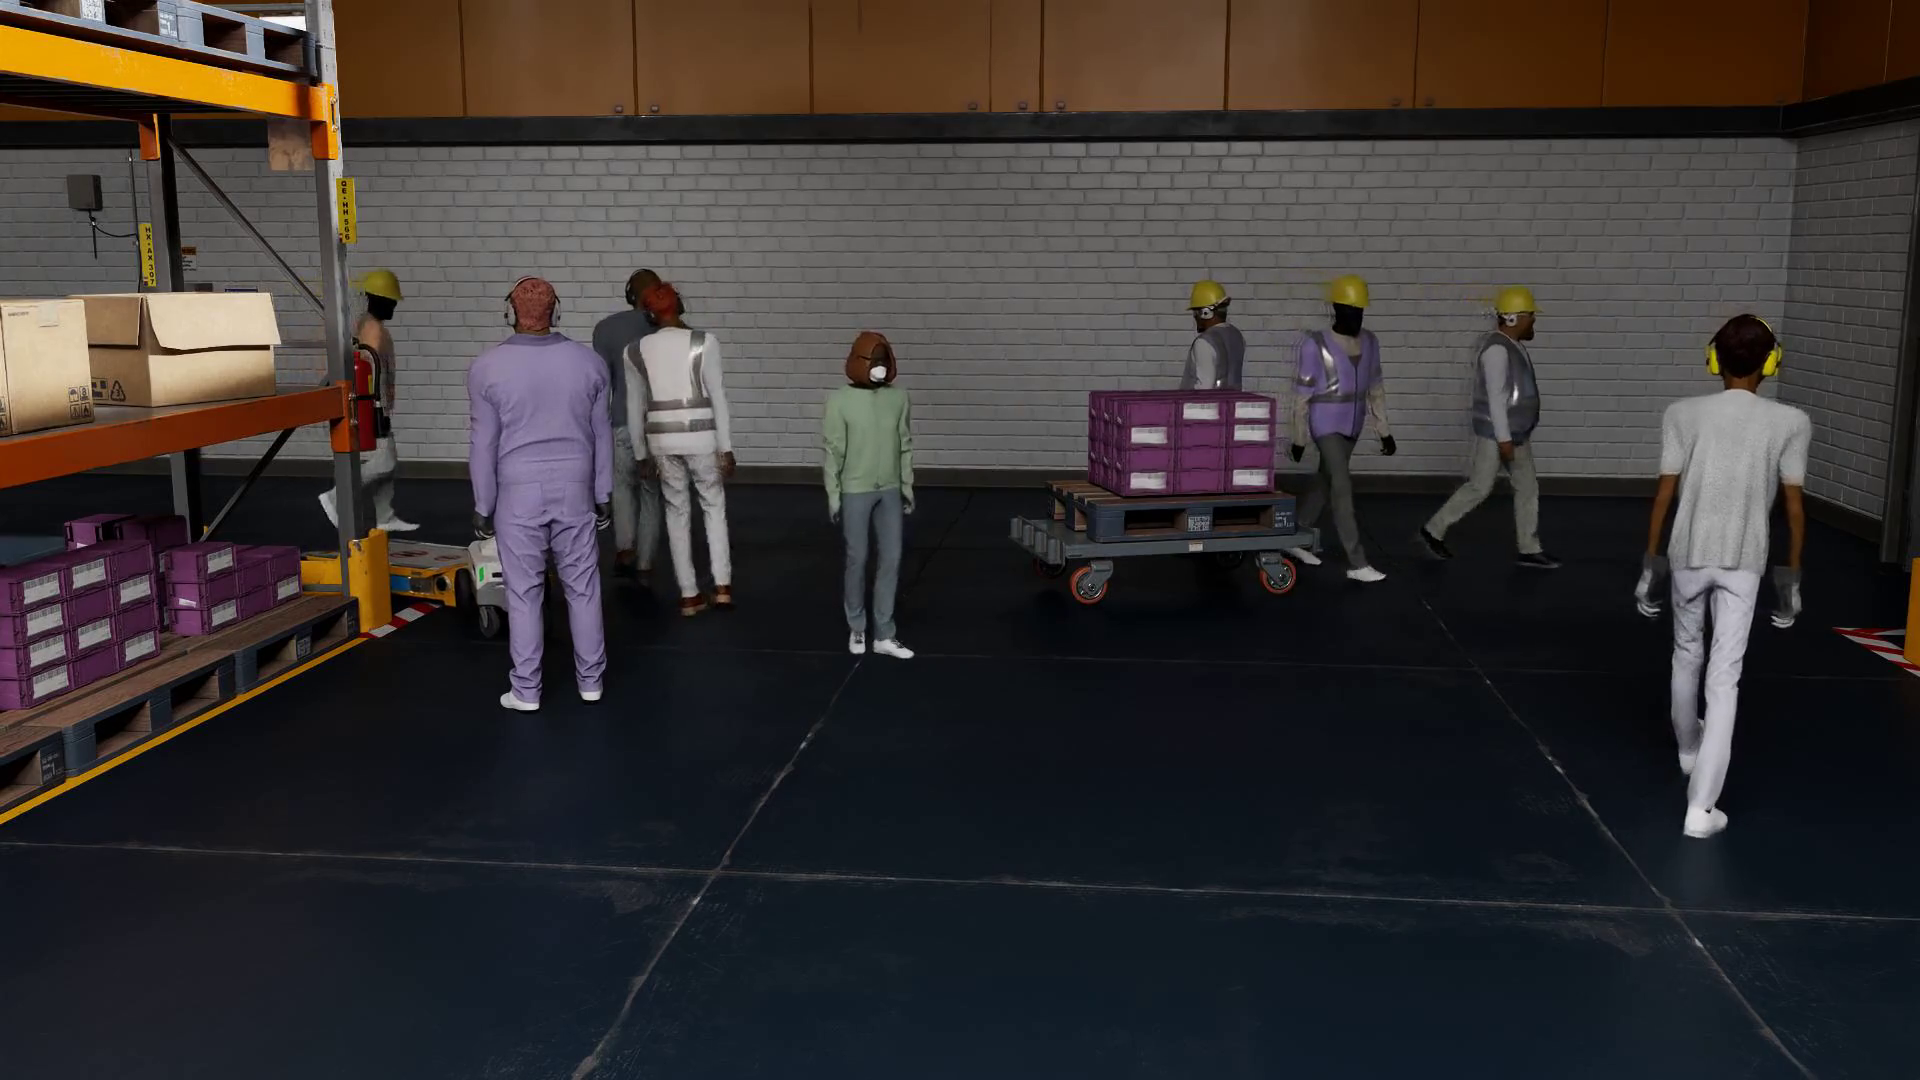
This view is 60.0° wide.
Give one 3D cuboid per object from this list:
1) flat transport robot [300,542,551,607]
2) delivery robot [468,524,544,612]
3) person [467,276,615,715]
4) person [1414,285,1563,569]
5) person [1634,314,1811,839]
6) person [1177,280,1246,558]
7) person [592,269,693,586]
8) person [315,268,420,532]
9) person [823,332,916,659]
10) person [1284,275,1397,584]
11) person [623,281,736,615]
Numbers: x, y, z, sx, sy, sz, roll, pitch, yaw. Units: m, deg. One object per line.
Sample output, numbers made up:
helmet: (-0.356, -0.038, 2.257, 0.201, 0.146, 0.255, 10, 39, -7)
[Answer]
flat transport robot: (-3.193, 0.181, 9.840, 1.431, 0.197, 0.652, 5, 11, 27)
delivery robot: (-2.447, 0.149, 8.941, 0.477, 0.478, 0.707, -4, 10, -20)
person: (-1.833, -0.193, 7.294, 0.638, 1.911, 0.406, -6, 11, -29)
person: (3.403, -0.721, 10.624, 0.877, 1.802, 0.580, 7, 12, 33)
person: (2.755, 0.095, 6.002, 0.540, 1.788, 1.043, 6, 12, 31)
person: (1.646, -0.795, 10.981, 0.403, 1.826, 0.586, 6, 11, 30)
person: (-1.907, -0.675, 10.067, 0.663, 1.902, 0.449, -3, 10, -15)
person: (-4.178, -0.949, 11.661, 0.627, 1.896, 0.623, -4, 11, -23)
person: (-0.432, -0.218, 8.269, 0.533, 1.621, 0.447, -6, 12, -32)
person: (2.351, -0.710, 10.394, 0.592, 1.873, 0.980, -7, 12, -33)
person: (-1.555, -0.511, 9.290, 0.634, 1.849, 0.400, 1, 10, 4)
